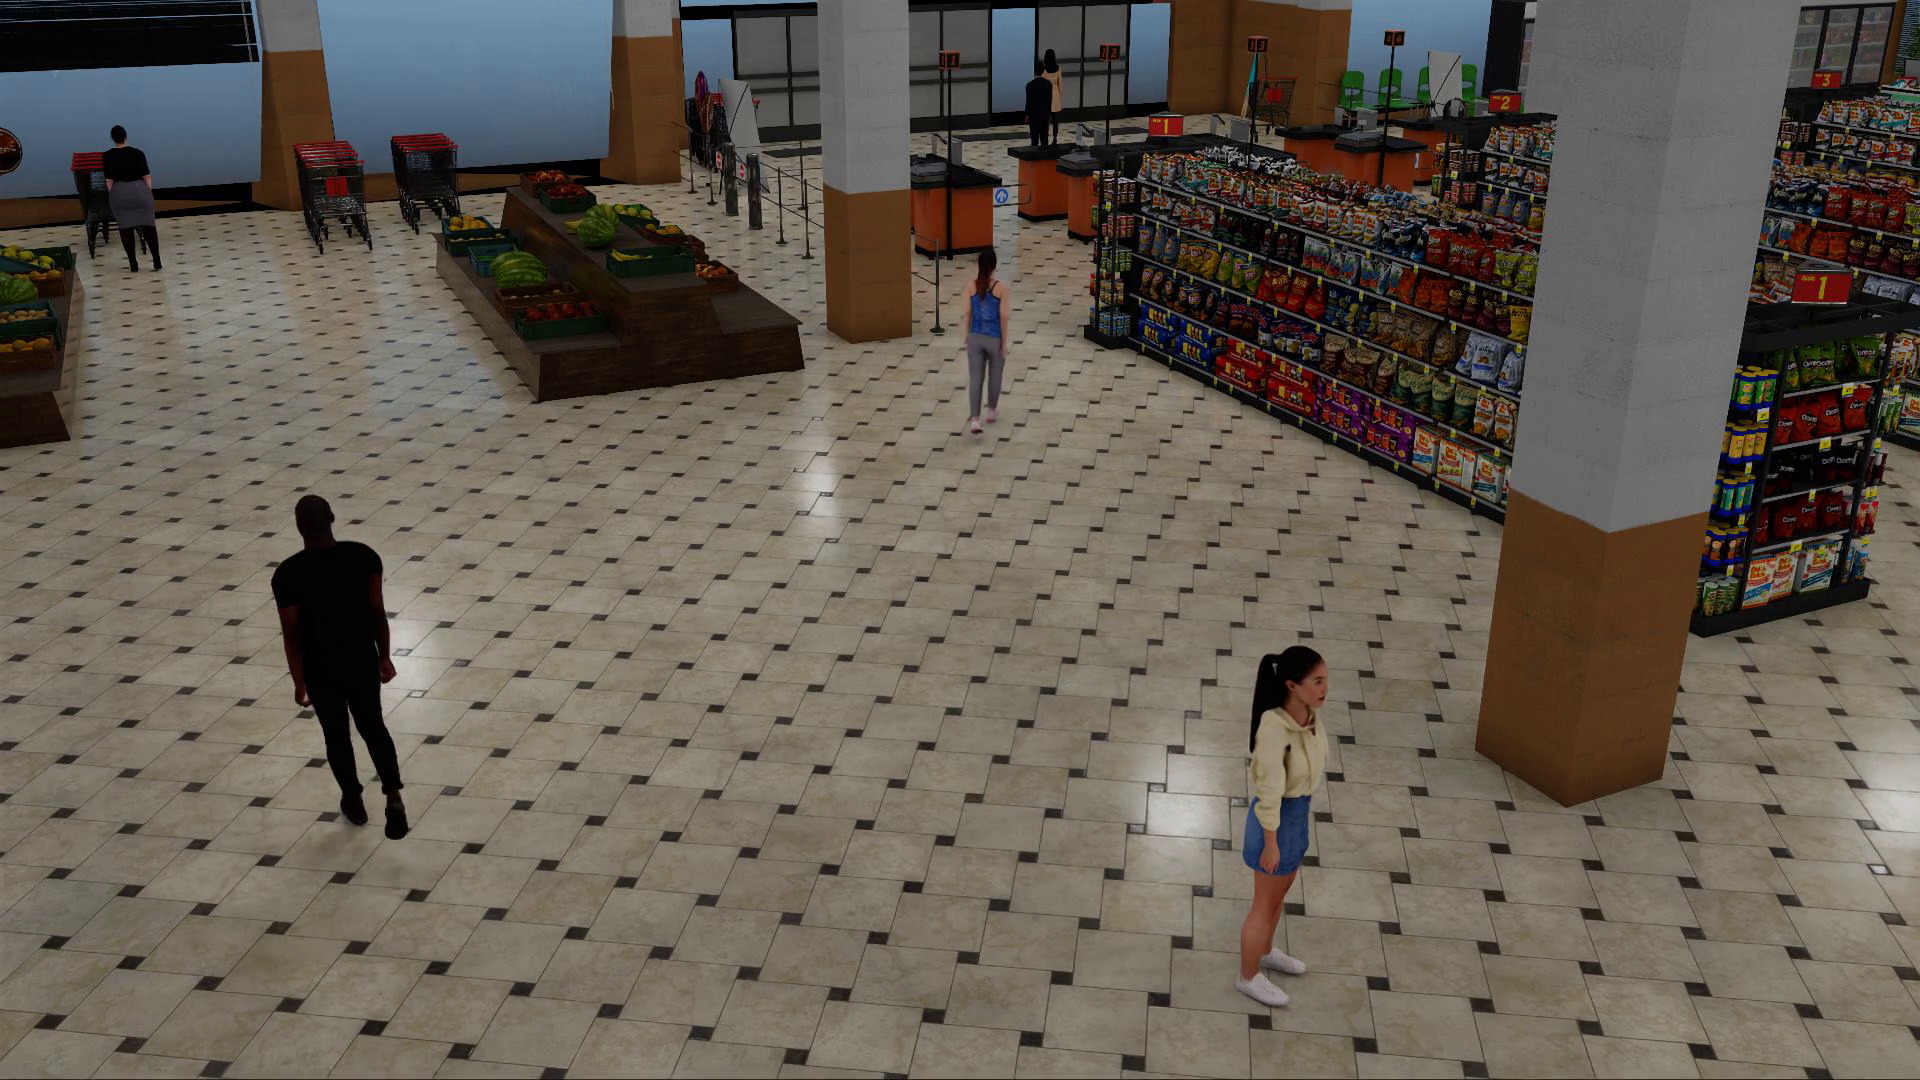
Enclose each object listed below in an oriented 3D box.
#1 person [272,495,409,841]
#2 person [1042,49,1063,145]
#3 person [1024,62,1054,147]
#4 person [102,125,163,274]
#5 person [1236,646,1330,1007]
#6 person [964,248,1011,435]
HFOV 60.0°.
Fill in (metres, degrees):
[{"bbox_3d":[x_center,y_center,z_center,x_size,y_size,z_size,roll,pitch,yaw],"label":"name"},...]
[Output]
[{"bbox_3d":[-3.004,0.667,8.158,0.785,1.804,1.069,-15,26,-33],"label":"person"},{"bbox_3d":[1.591,-7.843,29.502,0.635,1.682,0.513,-10,24,-22],"label":"person"},{"bbox_3d":[1.285,-6.891,27.070,0.622,1.727,0.516,-10,24,-22],"label":"person"},{"bbox_3d":[-10.051,-4.139,20.183,0.646,1.757,0.595,-9,24,-22],"label":"person"},{"bbox_3d":[1.365,1.192,7.084,0.748,1.630,0.723,11,25,26],"label":"person"},{"bbox_3d":[0.209,-1.662,14.264,0.965,1.572,1.118,4,22,10],"label":"person"}]
